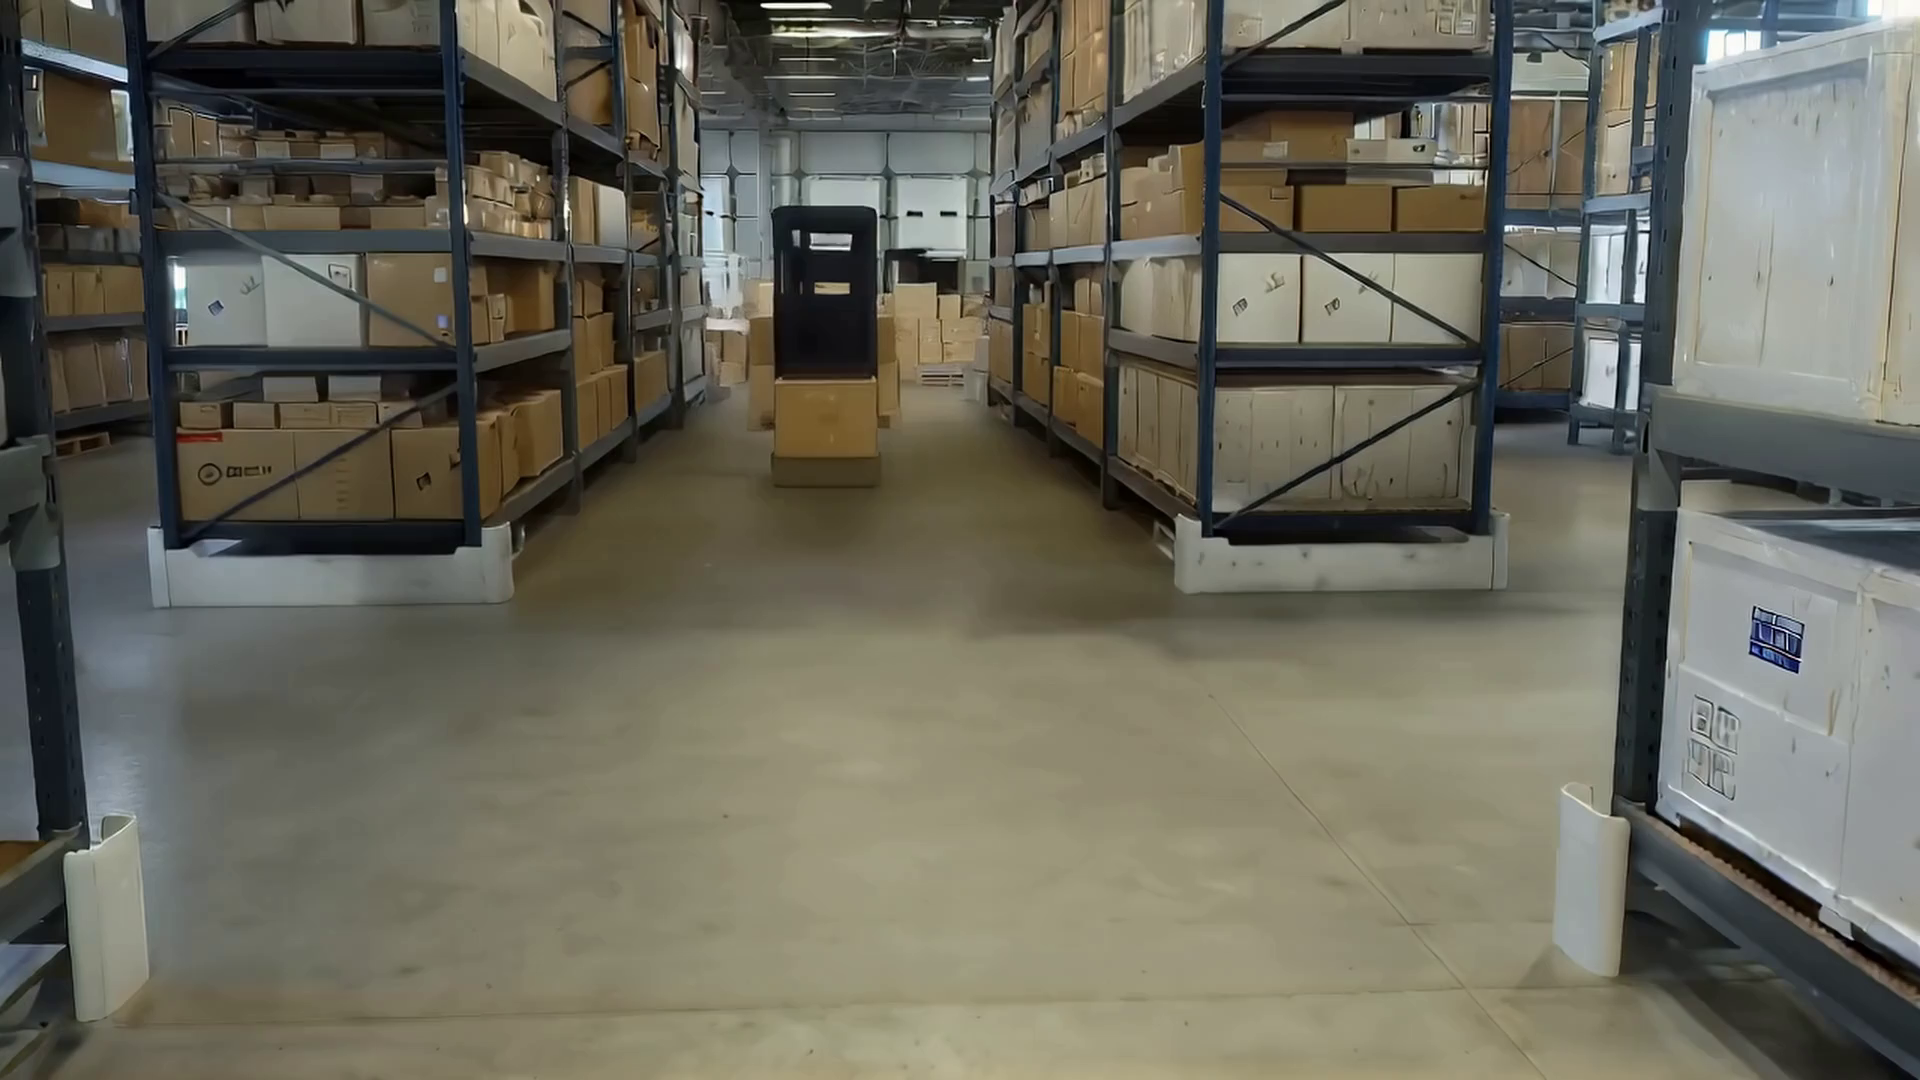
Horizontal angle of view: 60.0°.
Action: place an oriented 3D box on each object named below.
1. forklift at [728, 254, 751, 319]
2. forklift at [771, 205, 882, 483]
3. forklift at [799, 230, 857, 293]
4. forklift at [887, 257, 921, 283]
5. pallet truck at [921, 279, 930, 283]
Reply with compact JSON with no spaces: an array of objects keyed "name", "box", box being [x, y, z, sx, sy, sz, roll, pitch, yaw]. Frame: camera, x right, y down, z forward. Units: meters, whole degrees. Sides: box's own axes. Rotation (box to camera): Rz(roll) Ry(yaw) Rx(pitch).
[{"name":"forklift","box":[-7.609,-8.483,57.593,1.873,2.768,1.129,5,10,27]},{"name":"forklift","box":[-1.390,-2.056,17.242,1.129,2.768,1.873,-1,9,-4]},{"name":"forklift","box":[-1.901,-3.235,24.644,1.129,2.768,1.873,-1,9,-4]},{"name":"forklift","box":[-1.475,-6.327,44.060,1.129,2.768,1.873,-1,9,-4]},{"name":"pallet truck","box":[-0.932,-8.922,63.114,1.885,1.965,0.823,2,9,13]}]
